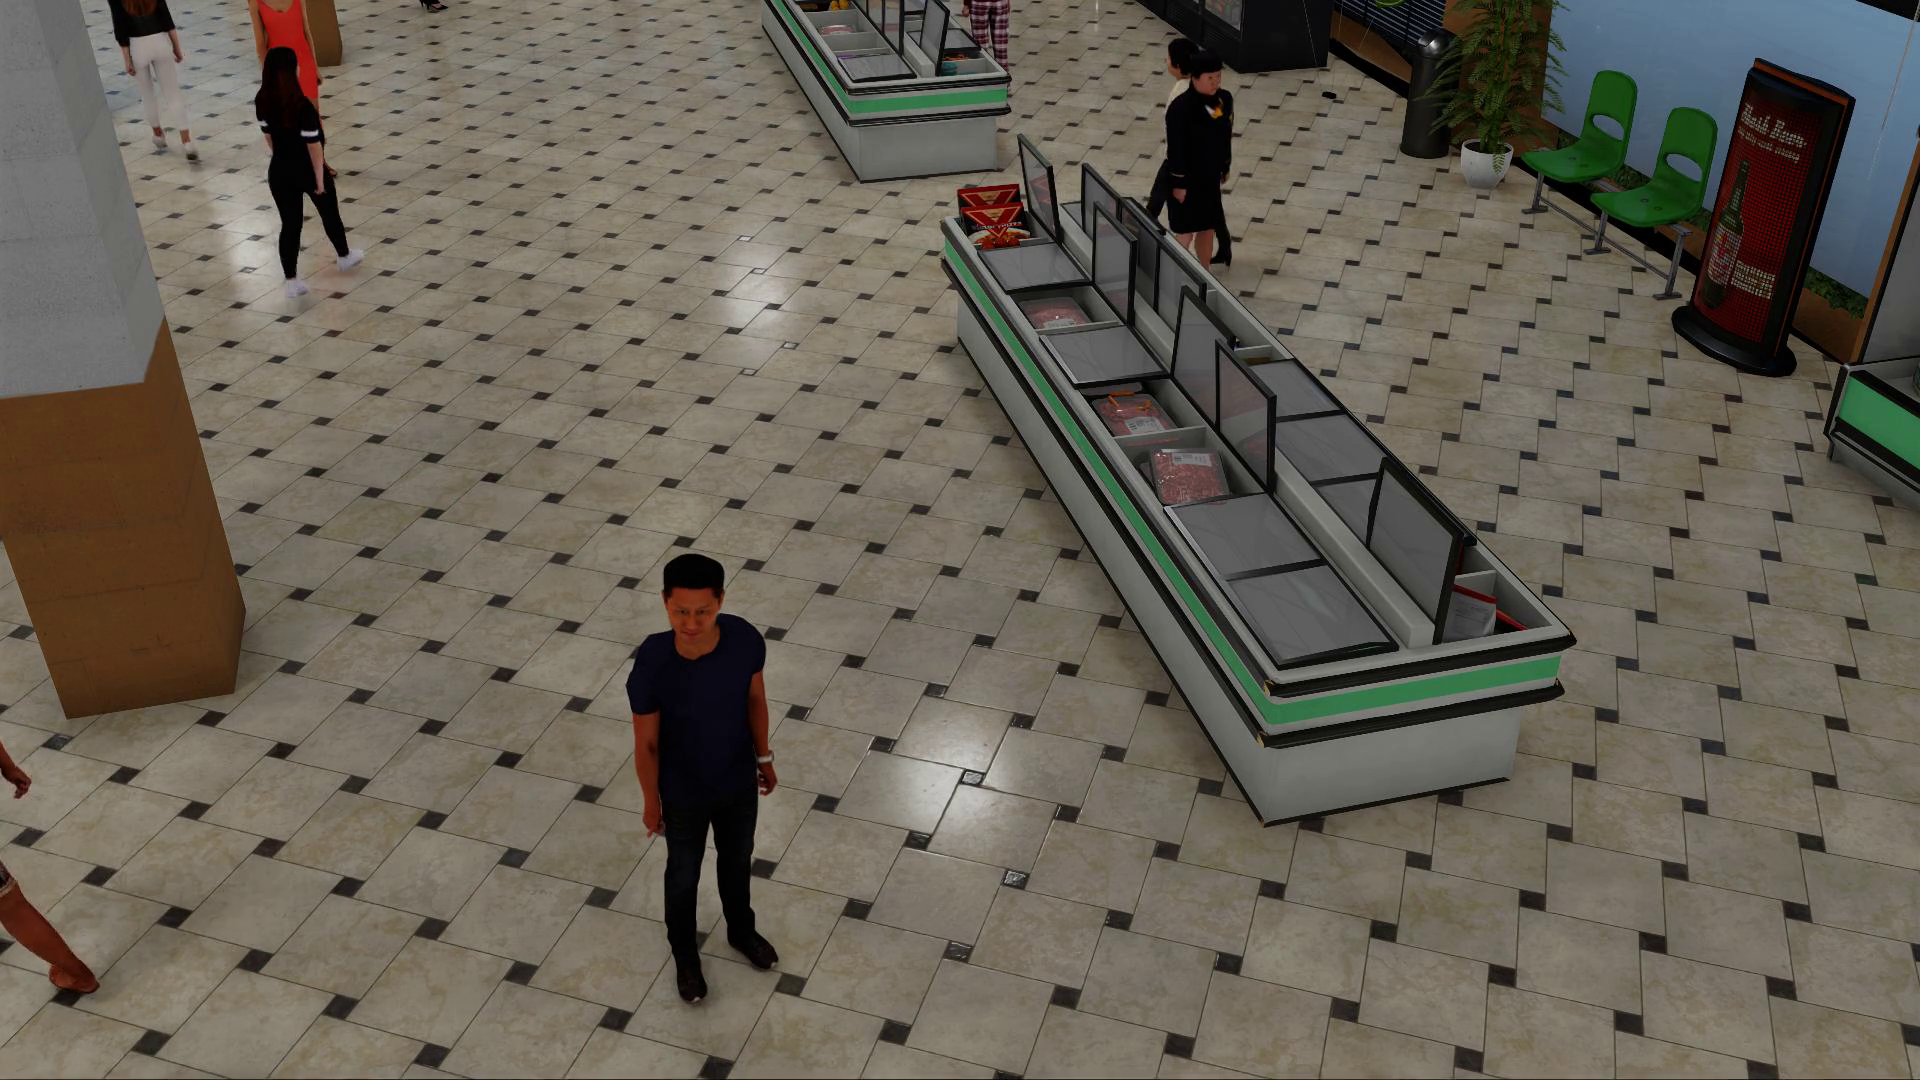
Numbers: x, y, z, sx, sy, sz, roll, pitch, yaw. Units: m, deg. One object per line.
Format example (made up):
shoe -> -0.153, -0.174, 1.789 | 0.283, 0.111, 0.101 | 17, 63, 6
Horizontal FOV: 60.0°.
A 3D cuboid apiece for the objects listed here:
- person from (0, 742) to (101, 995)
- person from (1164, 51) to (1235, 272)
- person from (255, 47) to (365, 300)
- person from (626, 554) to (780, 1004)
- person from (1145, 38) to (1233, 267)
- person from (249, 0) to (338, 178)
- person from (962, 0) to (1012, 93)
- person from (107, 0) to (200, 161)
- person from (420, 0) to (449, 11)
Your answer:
person -> -3.313, 0.950, 5.539 | 1.058, 1.590, 1.146 | 9, 33, 14
person -> 1.517, -2.338, 10.751 | 0.776, 1.666, 0.753 | -20, 37, -29
person -> -4.359, -2.351, 10.836 | 0.927, 1.598, 1.178 | 7, 32, 10
person -> -0.854, 0.788, 5.610 | 0.694, 1.789, 0.618 | -18, 36, -27
person -> 1.587, -2.532, 11.191 | 1.151, 1.530, 1.007 | 24, 39, 33
person -> -5.131, -3.620, 12.761 | 0.661, 1.719, 0.640 | -22, 38, -31
person -> 0.255, -4.748, 14.595 | 0.629, 1.696, 0.509 | -10, 33, -16
person -> -6.358, -3.806, 13.111 | 0.869, 1.665, 1.211 | -19, 36, -27
person -> -5.616, -6.338, 17.239 | 0.686, 1.604, 0.528 | -17, 36, -25
